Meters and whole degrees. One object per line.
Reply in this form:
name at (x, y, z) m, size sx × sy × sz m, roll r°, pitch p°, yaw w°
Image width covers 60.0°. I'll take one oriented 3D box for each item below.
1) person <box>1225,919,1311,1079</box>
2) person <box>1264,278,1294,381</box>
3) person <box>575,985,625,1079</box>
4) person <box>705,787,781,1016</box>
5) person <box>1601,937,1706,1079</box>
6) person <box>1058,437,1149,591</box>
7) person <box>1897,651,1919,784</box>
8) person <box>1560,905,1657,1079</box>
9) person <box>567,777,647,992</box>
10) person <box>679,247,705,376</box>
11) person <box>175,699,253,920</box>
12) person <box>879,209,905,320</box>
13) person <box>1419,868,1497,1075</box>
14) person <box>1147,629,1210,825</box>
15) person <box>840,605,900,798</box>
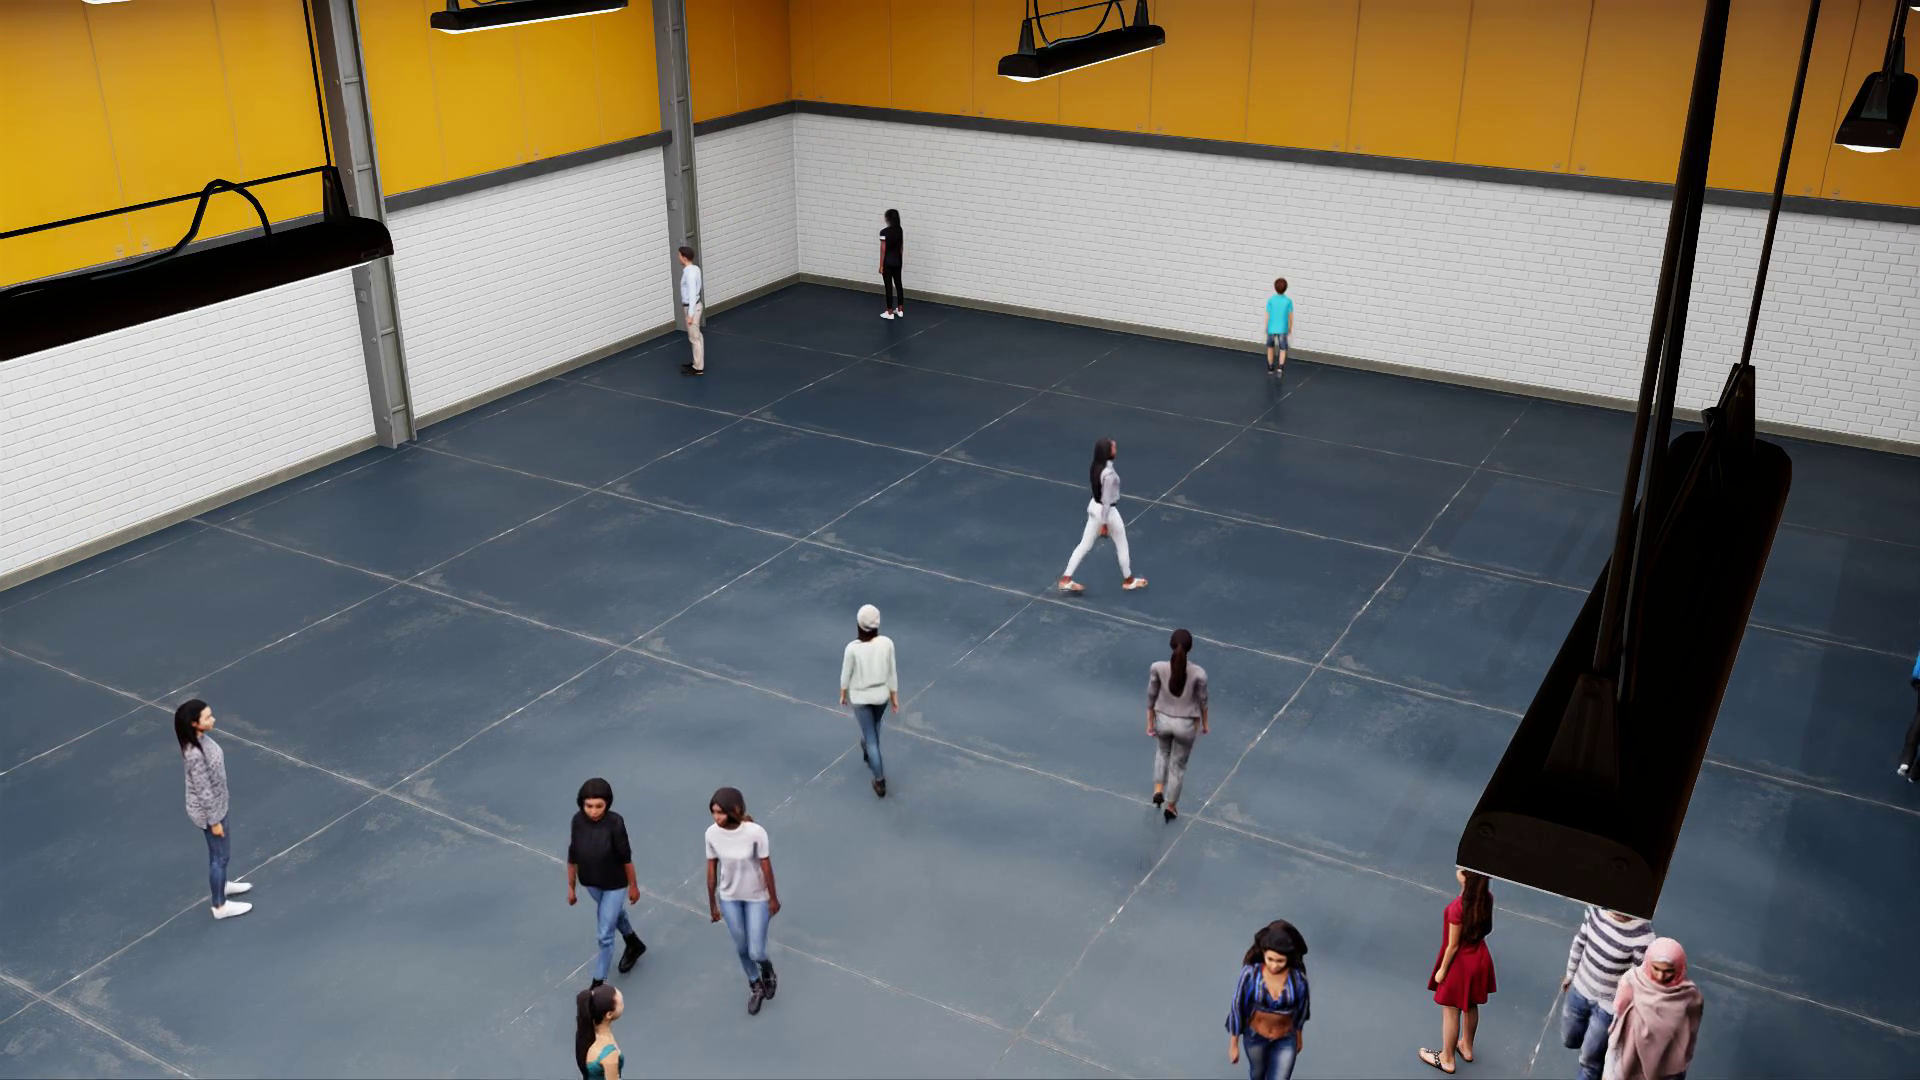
person at (1.829, 2.913, 9.849) m, size 0.829 × 1.576 × 1.104 m, roll 6°, pitch 24°, yaw 13°
person at (4.501, -2.975, 23.501) m, size 0.709 × 1.432 × 0.961 m, roll 5°, pitch 24°, yaw 11°
person at (-2.033, 3.165, 9.153) m, size 0.904 × 1.673 × 0.799 m, roll -16°, pitch 28°, yaw -32°
person at (-1.405, 2.337, 11.006) m, size 0.722 × 1.706 × 0.753 m, roll 3°, pitch 24°, yaw 7°
person at (3.858, 2.973, 9.459) m, size 0.740 × 1.779 × 1.088 m, roll 7°, pitch 25°, yaw 16°
person at (1.365, -0.212, 16.872) m, size 1.187 × 1.679 × 1.138 m, roll -5°, pitch 24°, yaw -12°
person at (7.911, 1.216, 13.469) m, size 0.872 × 1.787 × 0.787 m, roll -17°, pitch 29°, yaw -33°
person at (3.922, 2.713, 9.990) m, size 1.079 × 1.830 × 0.971 m, roll -11°, pitch 26°, yaw -23°
person at (-2.348, 2.282, 11.191) m, size 0.812 × 1.659 × 1.165 m, roll 6°, pitch 24°, yaw 14°
person at (-3.806, -3.269, 23.656) m, size 0.809 × 1.845 × 0.715 m, roll -1°, pitch 24°, yaw -2°
person at (-5.402, 1.914, 11.948) m, size 0.724 × 1.727 × 0.695 m, roll -10°, pitch 25°, yaw -21°
person at (-1.079, -4.384, 26.336) m, size 0.617 × 1.742 × 0.745 m, roll -19°, pitch 30°, yaw -37°
person at (3.172, 2.651, 10.479) m, size 0.649 × 1.553 × 0.710 m, roll -16°, pitch 28°, yaw -32°
person at (1.667, 1.499, 12.975) m, size 0.651 × 1.664 × 0.632 m, roll 9°, pitch 25°, yaw 20°
person at (-0.700, 1.316, 13.451) m, size 1.007 × 1.619 × 1.031 m, roll -8°, pitch 25°, yaw -18°
